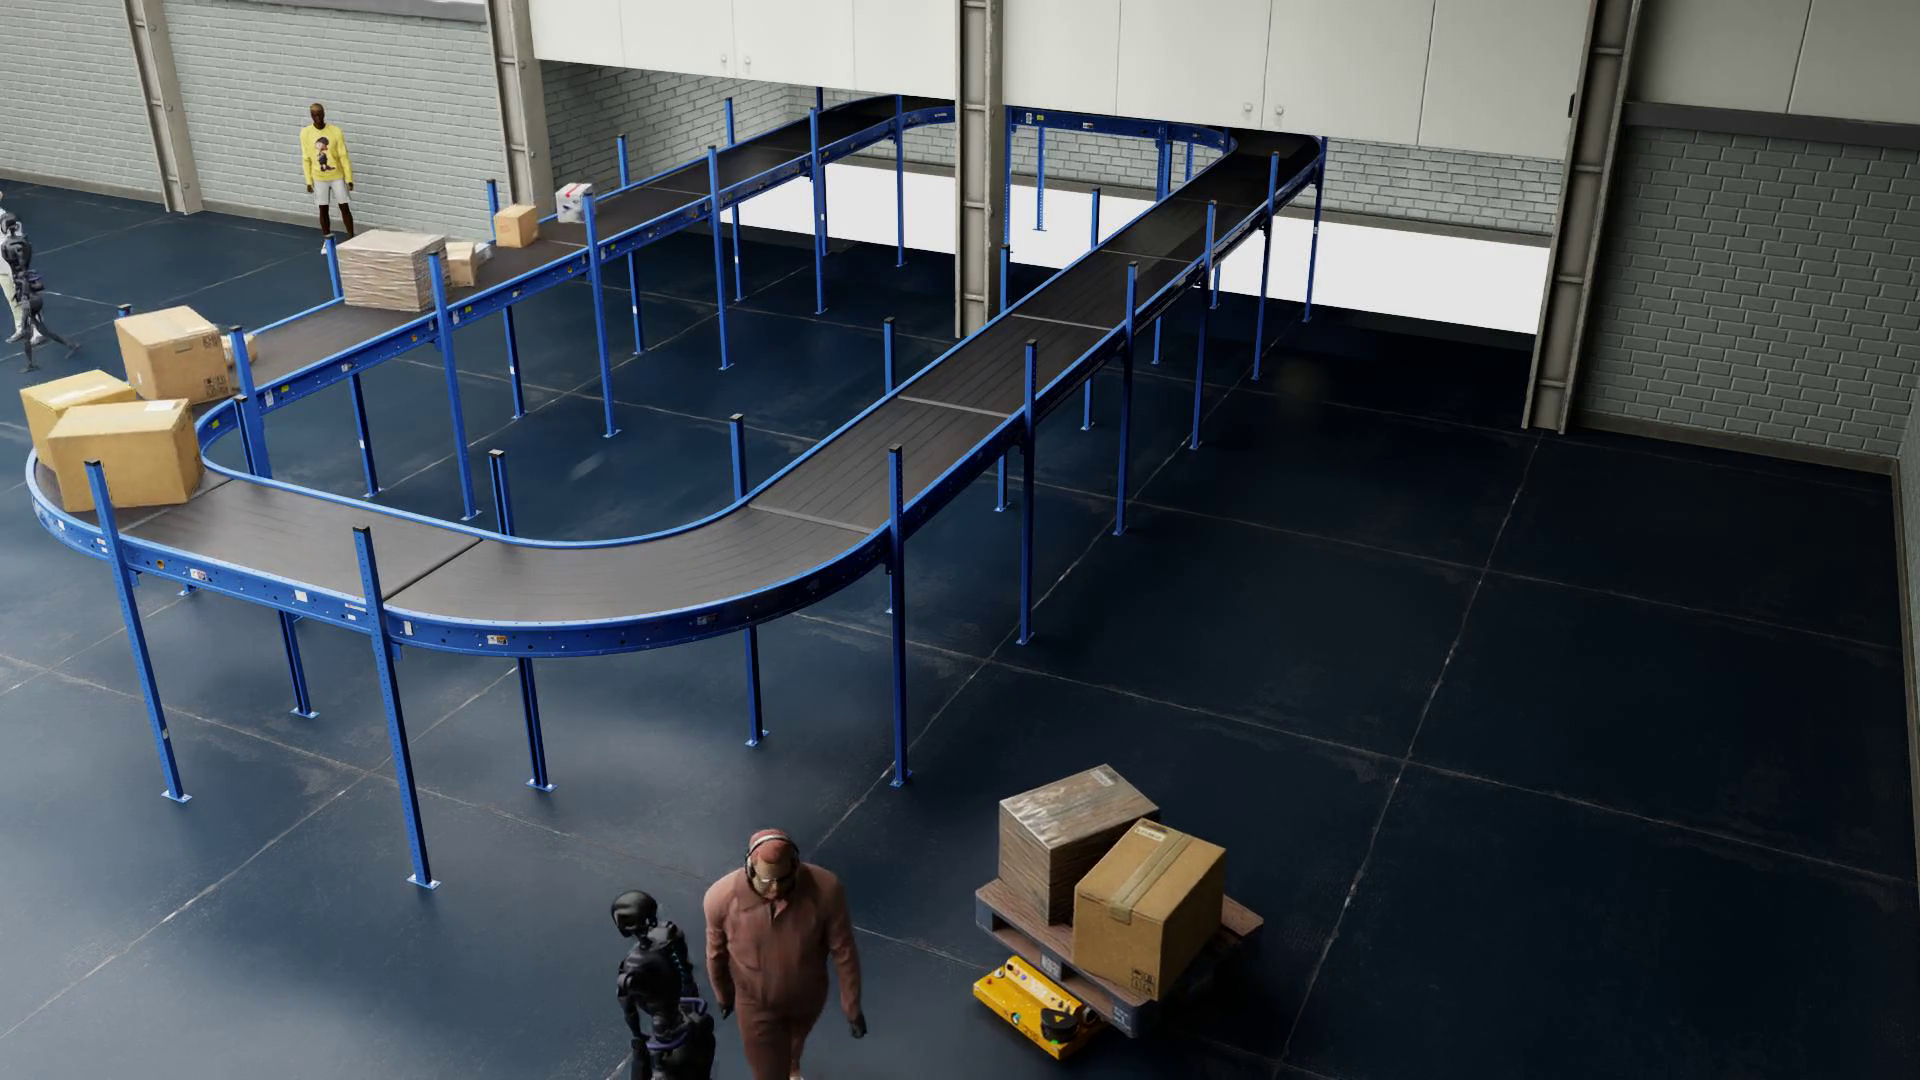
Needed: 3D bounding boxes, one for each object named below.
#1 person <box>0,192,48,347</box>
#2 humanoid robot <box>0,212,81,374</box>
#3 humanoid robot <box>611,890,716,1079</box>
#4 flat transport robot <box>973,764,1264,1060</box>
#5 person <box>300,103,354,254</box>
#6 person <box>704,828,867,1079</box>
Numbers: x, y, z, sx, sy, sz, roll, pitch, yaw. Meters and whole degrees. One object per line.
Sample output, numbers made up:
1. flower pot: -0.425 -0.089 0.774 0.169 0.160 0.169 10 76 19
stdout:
1. person: -10.152 -2.927 17.716 0.566 1.743 0.349 11 28 21
2. humanoid robot: -9.574 -2.569 17.116 0.705 1.631 0.584 -20 33 -34
3. humanoid robot: -1.277 2.265 7.363 0.756 1.621 0.609 7 27 15
4. flat transport robot: 0.827 2.240 8.961 1.431 0.231 0.659 -21 34 -36
5. person: -7.873 -4.507 20.748 0.565 1.887 0.381 -7 27 -13
6. person: -0.793 2.052 7.566 0.669 1.846 1.022 -6 27 -12
